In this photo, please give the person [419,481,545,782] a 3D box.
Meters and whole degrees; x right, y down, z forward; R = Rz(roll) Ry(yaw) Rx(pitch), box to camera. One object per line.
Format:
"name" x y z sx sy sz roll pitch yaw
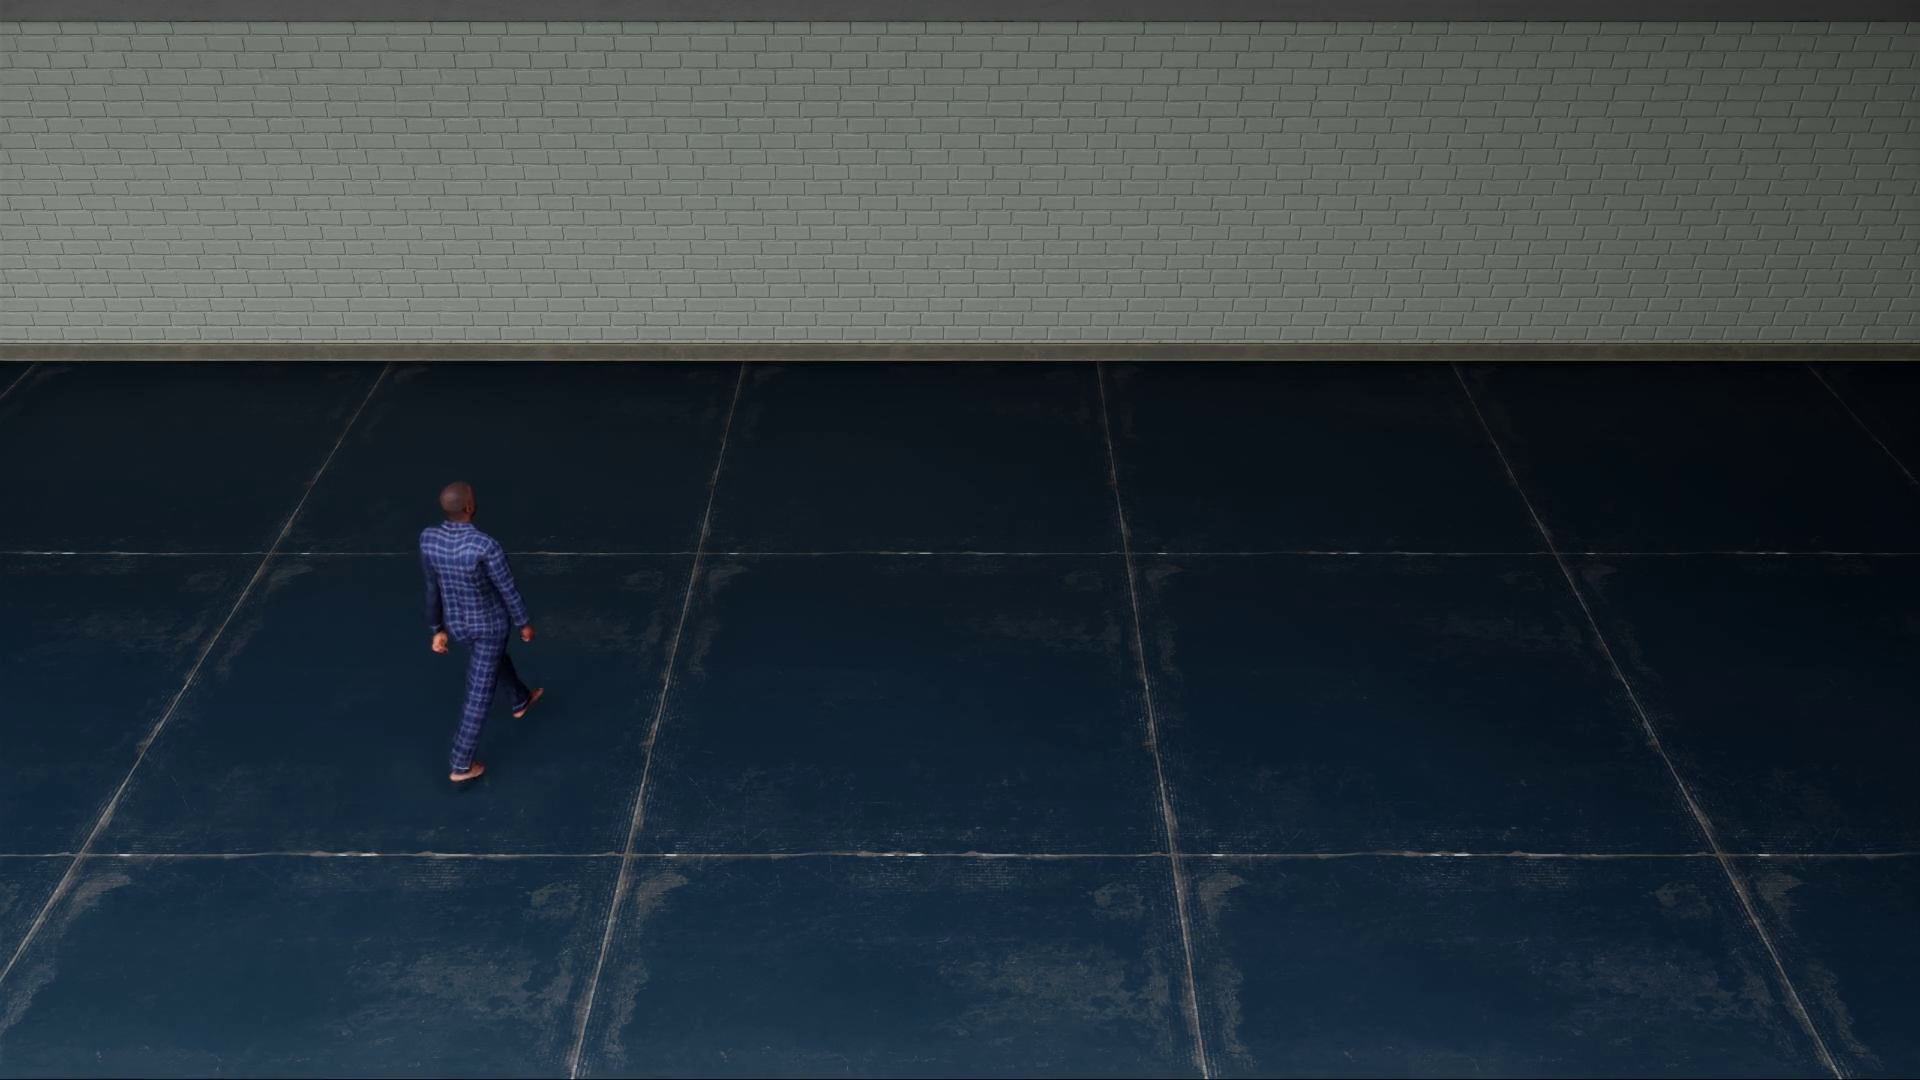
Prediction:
"person" -2.747 0.540 9.320 0.978 1.774 1.284 12 35 18
